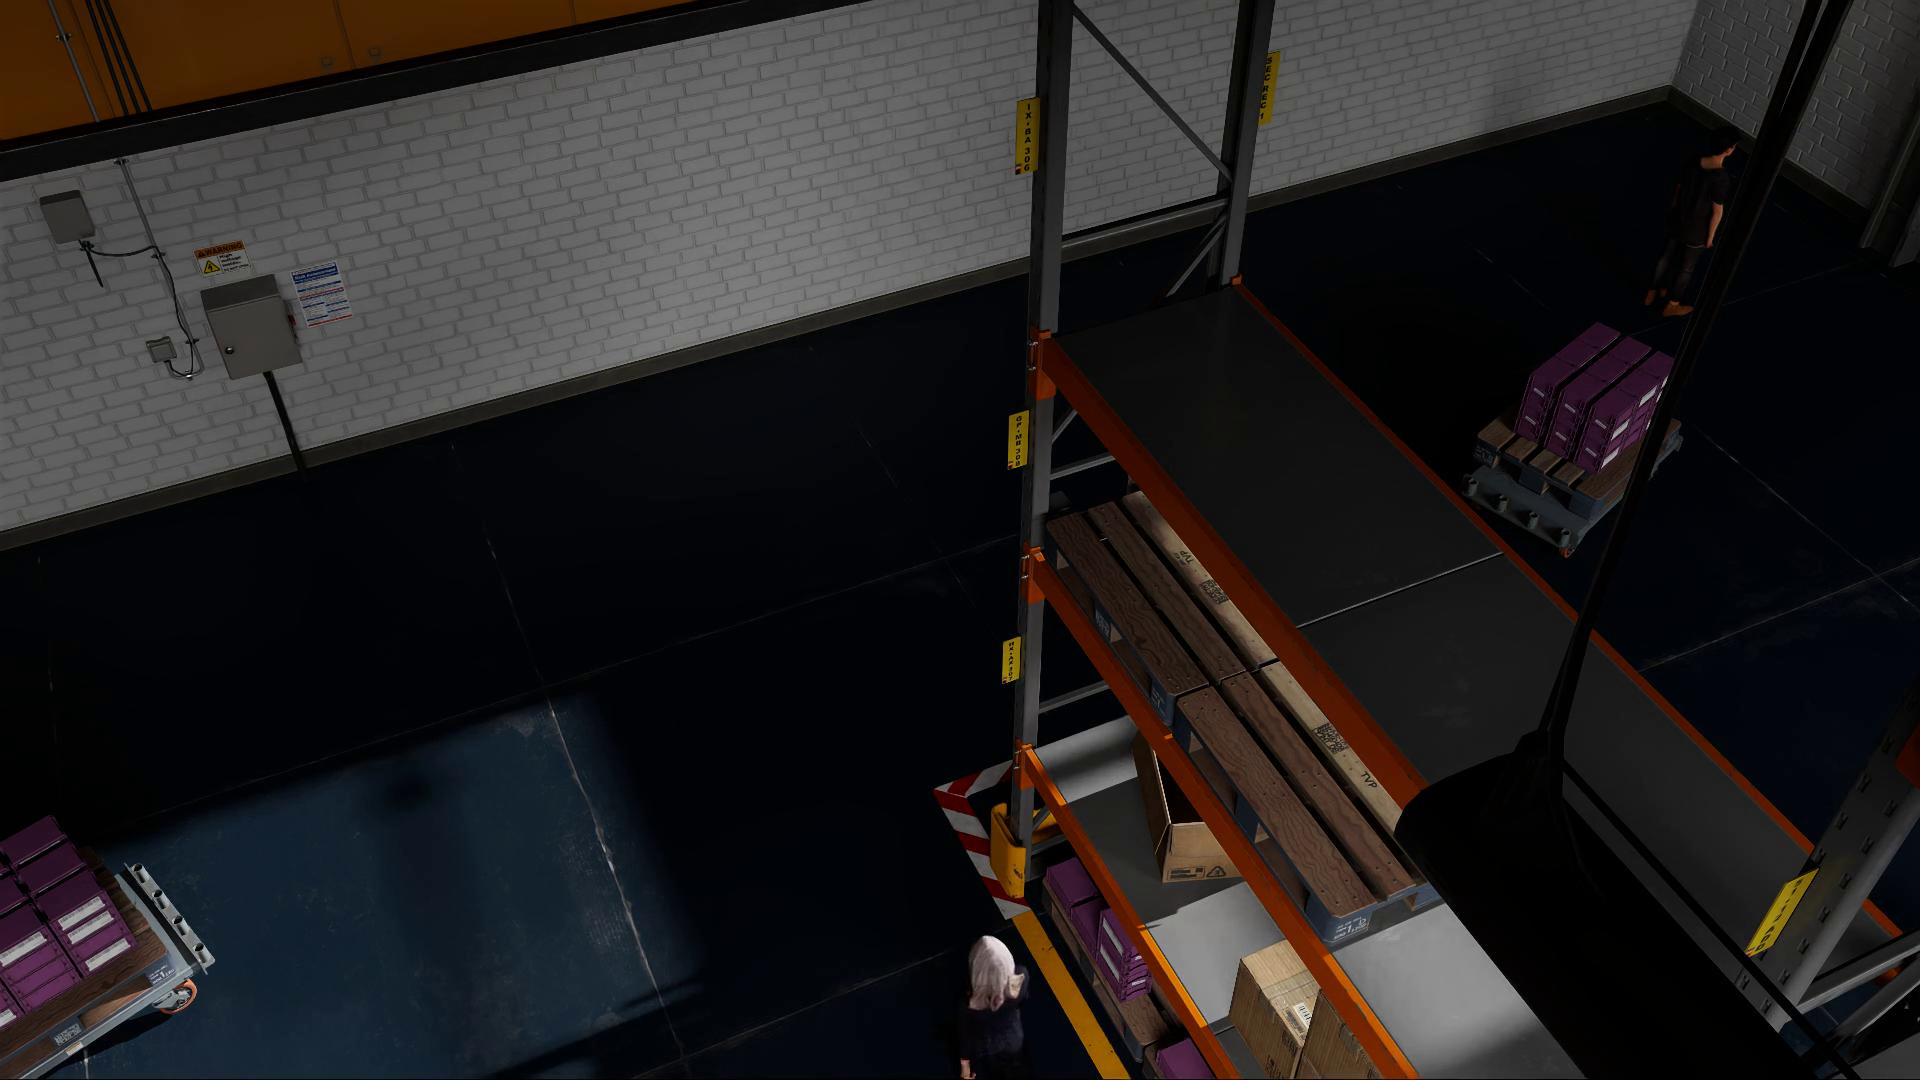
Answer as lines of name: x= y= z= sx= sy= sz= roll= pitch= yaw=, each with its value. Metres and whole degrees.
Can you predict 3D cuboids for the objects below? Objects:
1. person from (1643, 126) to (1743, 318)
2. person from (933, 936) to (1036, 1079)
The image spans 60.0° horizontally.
person: x=6.042 y=-2.637 z=13.729 sx=0.686 sy=1.714 sz=0.473 roll=-20 pitch=47 yaw=-20
person: x=0.201 y=2.582 z=8.268 sx=0.571 sy=1.691 sz=1.138 roll=-19 pitch=47 yaw=-19
